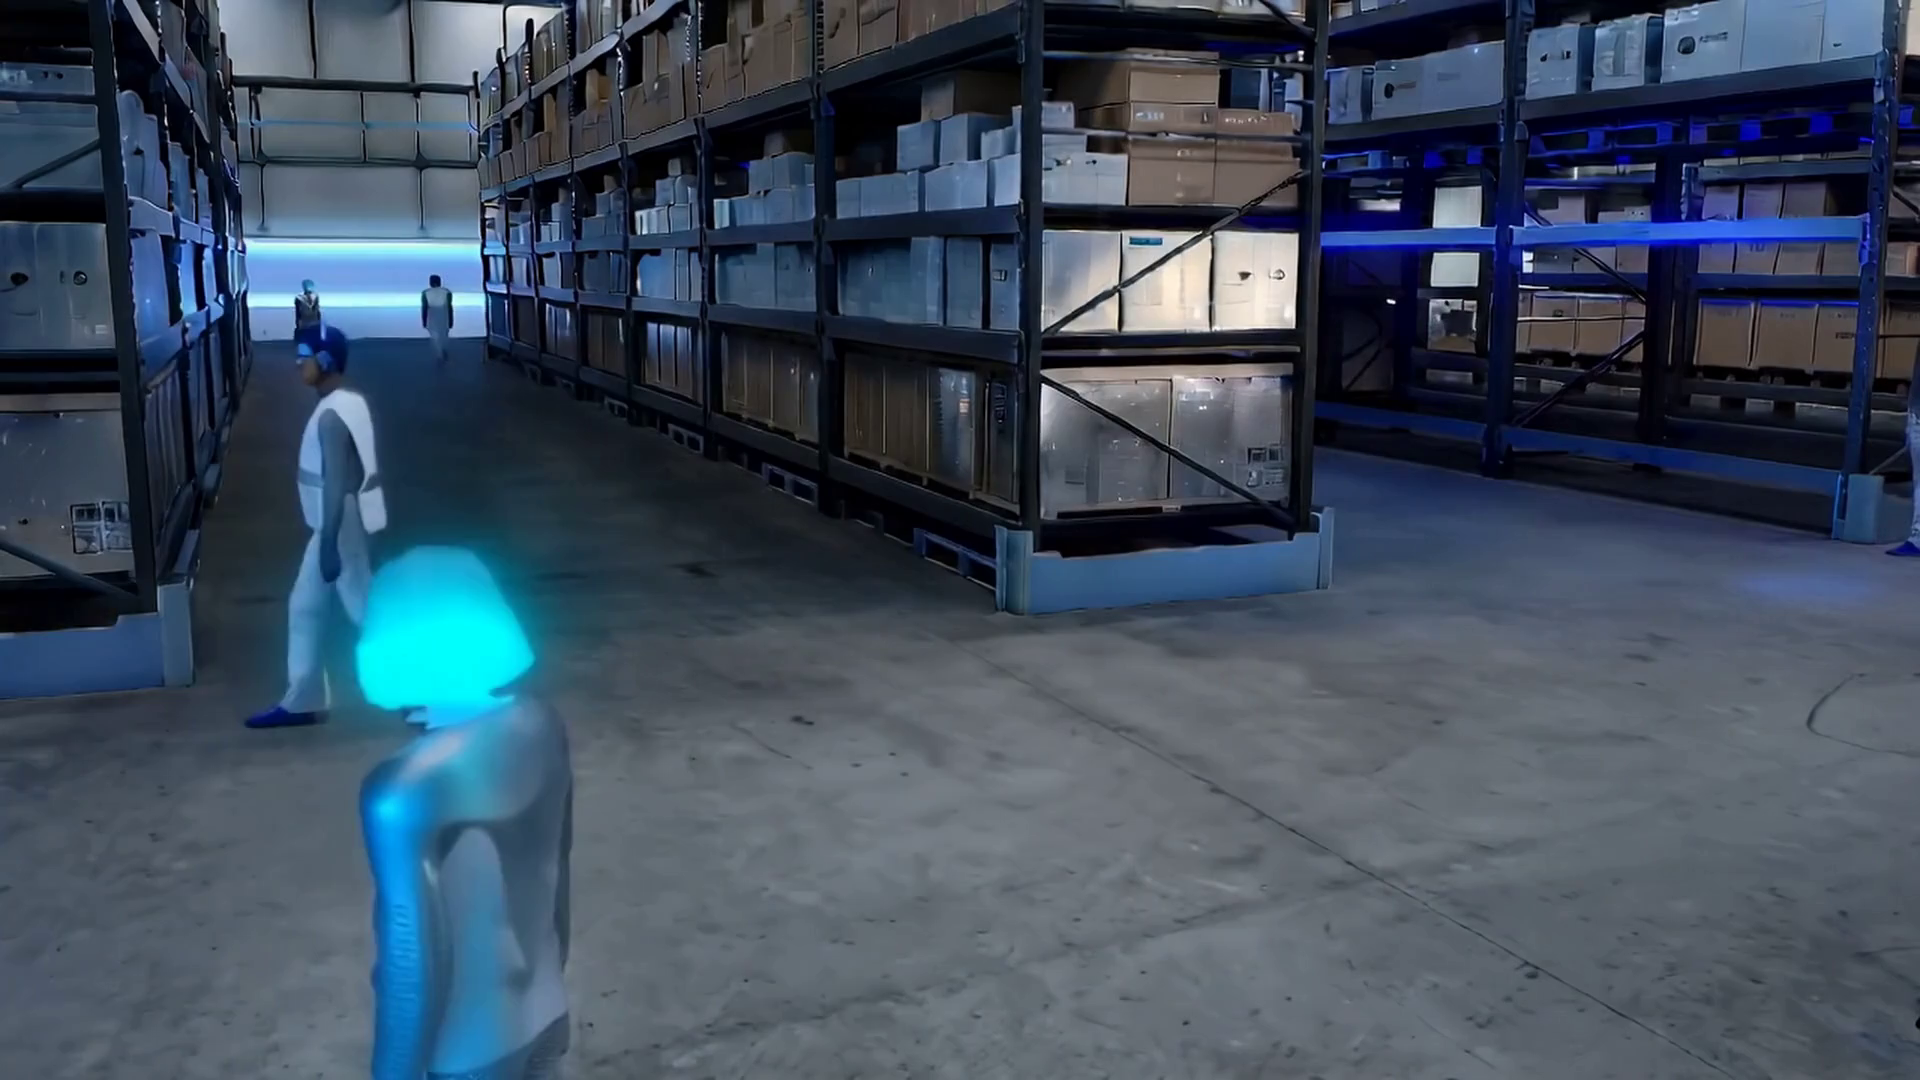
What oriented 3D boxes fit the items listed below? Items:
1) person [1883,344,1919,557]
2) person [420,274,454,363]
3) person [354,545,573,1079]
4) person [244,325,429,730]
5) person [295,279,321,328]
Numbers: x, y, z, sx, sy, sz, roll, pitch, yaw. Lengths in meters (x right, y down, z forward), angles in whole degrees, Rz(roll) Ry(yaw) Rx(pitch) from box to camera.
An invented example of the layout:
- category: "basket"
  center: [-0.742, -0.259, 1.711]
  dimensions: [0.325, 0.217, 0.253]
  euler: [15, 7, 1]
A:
- category: "person"
  center: [6.749, -0.782, 11.443]
  dimensions: [0.408, 1.913, 0.643]
  euler: [-2, 10, -13]
- category: "person"
  center: [-10.867, -4.594, 34.538]
  dimensions: [0.655, 1.817, 0.640]
  euler: [-5, 11, -27]
- category: "person"
  center: [-0.797, 0.819, 2.717]
  dimensions: [0.295, 1.624, 0.519]
  euler: [3, 10, 18]
- category: "person"
  center: [-2.707, -0.053, 7.387]
  dimensions: [0.920, 1.808, 0.580]
  euler: [-3, 10, -19]
- category: "person"
  center: [-12.672, -4.201, 32.432]
  dimensions: [0.361, 1.742, 0.563]
  euler: [4, 10, 22]
